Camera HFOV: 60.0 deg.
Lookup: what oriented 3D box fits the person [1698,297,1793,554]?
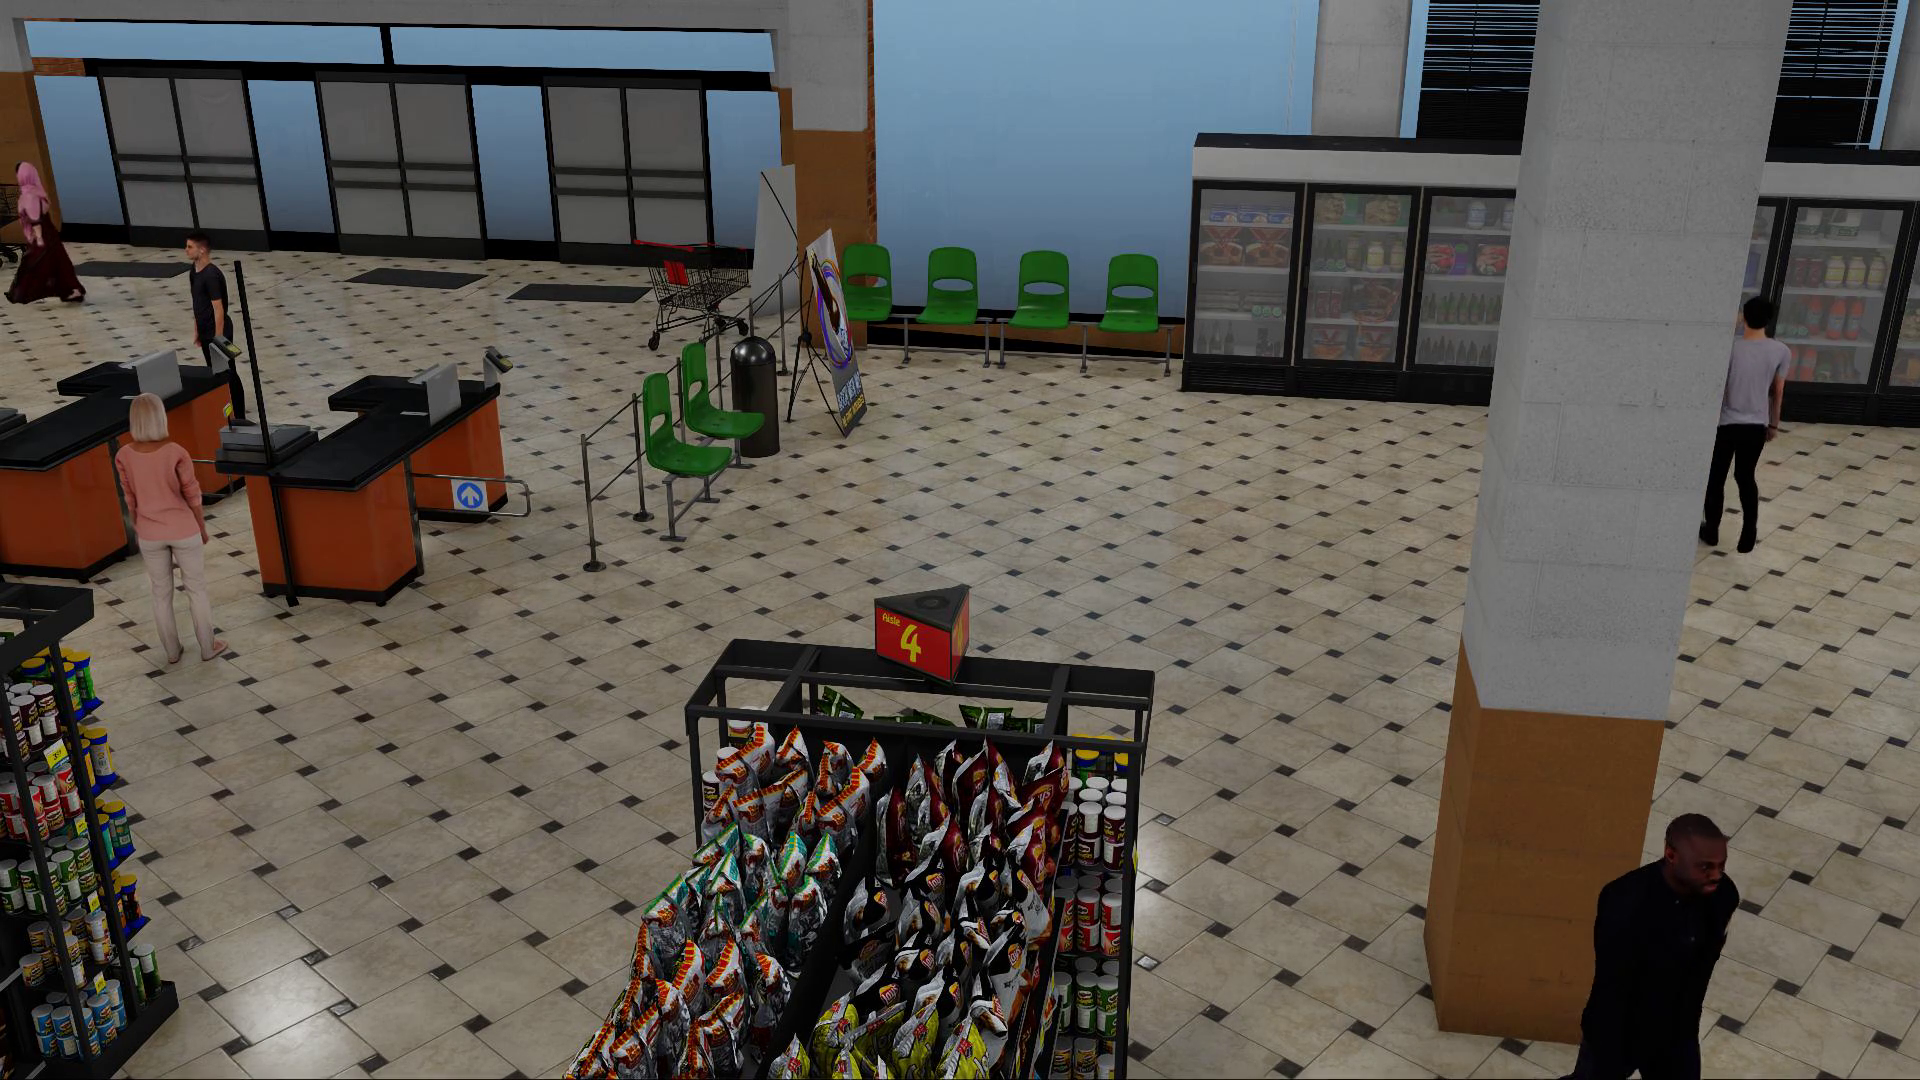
[{"bbox_3d":[5.542,-0.772,11.784,0.673,1.848,0.940,5,22,12],"label":"person"}]

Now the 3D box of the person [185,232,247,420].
[{"bbox_3d":[-6.467,-1.791,14.437,0.719,1.761,0.738,20,29,40],"label":"person"}]

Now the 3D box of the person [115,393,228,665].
[{"bbox_3d":[-4.856,-0.069,10.197,0.665,1.726,0.631,-3,22,-8],"label":"person"}]

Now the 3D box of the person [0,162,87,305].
[{"bbox_3d":[-10.232,-3.411,18.694,0.939,1.592,1.079,-4,22,-10],"label":"person"}]

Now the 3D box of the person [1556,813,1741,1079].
[{"bbox_3d":[2.305,1.670,5.804,1.054,1.775,1.337,-5,23,-13],"label":"person"}]
